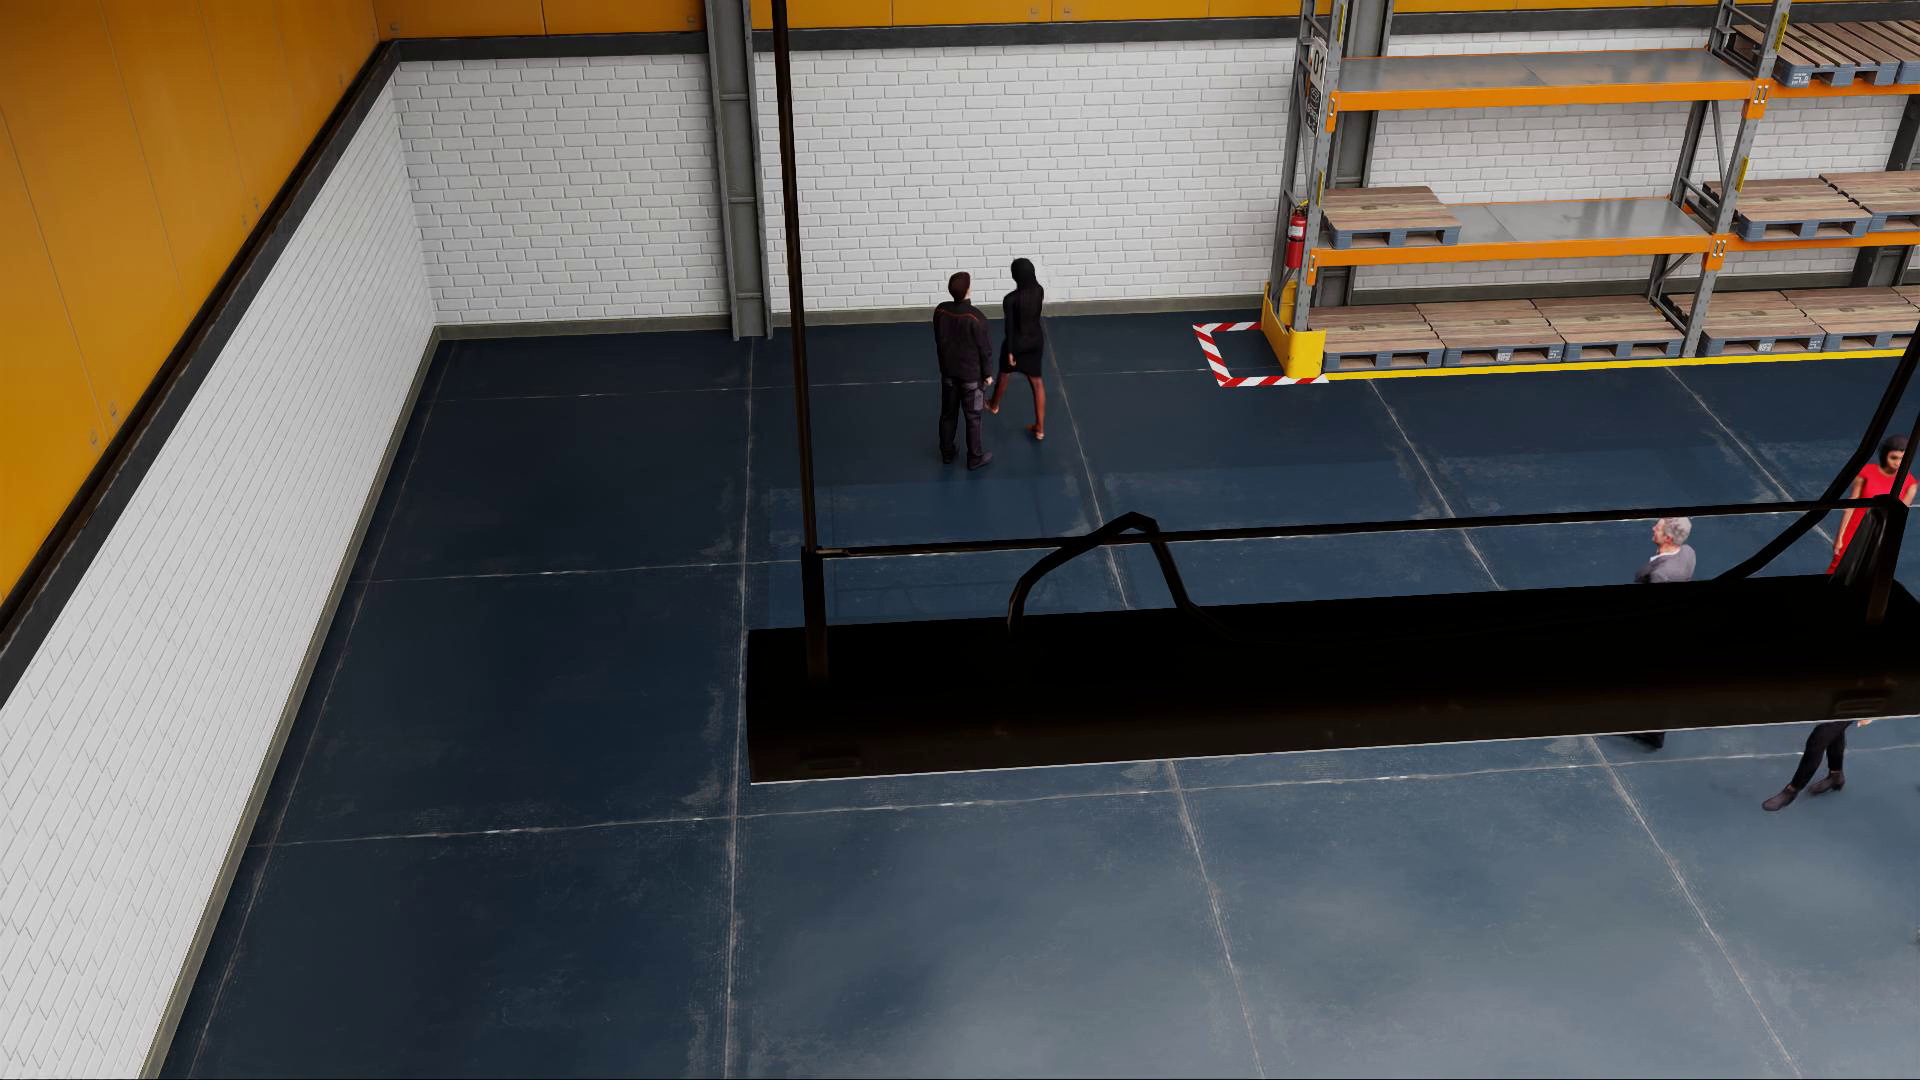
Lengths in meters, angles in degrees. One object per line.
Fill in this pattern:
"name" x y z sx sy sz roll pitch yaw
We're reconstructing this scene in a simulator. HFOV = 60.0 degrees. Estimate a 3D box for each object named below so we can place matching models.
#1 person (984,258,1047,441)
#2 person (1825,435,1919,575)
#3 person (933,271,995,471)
"person" 0.625 -1.680 14.837 1.104 1.688 1.033 -19 38 -27
"person" 6.686 -0.025 12.300 0.600 1.740 0.700 15 36 21
"person" 0.019 -1.465 14.379 0.740 1.837 0.856 18 37 24
